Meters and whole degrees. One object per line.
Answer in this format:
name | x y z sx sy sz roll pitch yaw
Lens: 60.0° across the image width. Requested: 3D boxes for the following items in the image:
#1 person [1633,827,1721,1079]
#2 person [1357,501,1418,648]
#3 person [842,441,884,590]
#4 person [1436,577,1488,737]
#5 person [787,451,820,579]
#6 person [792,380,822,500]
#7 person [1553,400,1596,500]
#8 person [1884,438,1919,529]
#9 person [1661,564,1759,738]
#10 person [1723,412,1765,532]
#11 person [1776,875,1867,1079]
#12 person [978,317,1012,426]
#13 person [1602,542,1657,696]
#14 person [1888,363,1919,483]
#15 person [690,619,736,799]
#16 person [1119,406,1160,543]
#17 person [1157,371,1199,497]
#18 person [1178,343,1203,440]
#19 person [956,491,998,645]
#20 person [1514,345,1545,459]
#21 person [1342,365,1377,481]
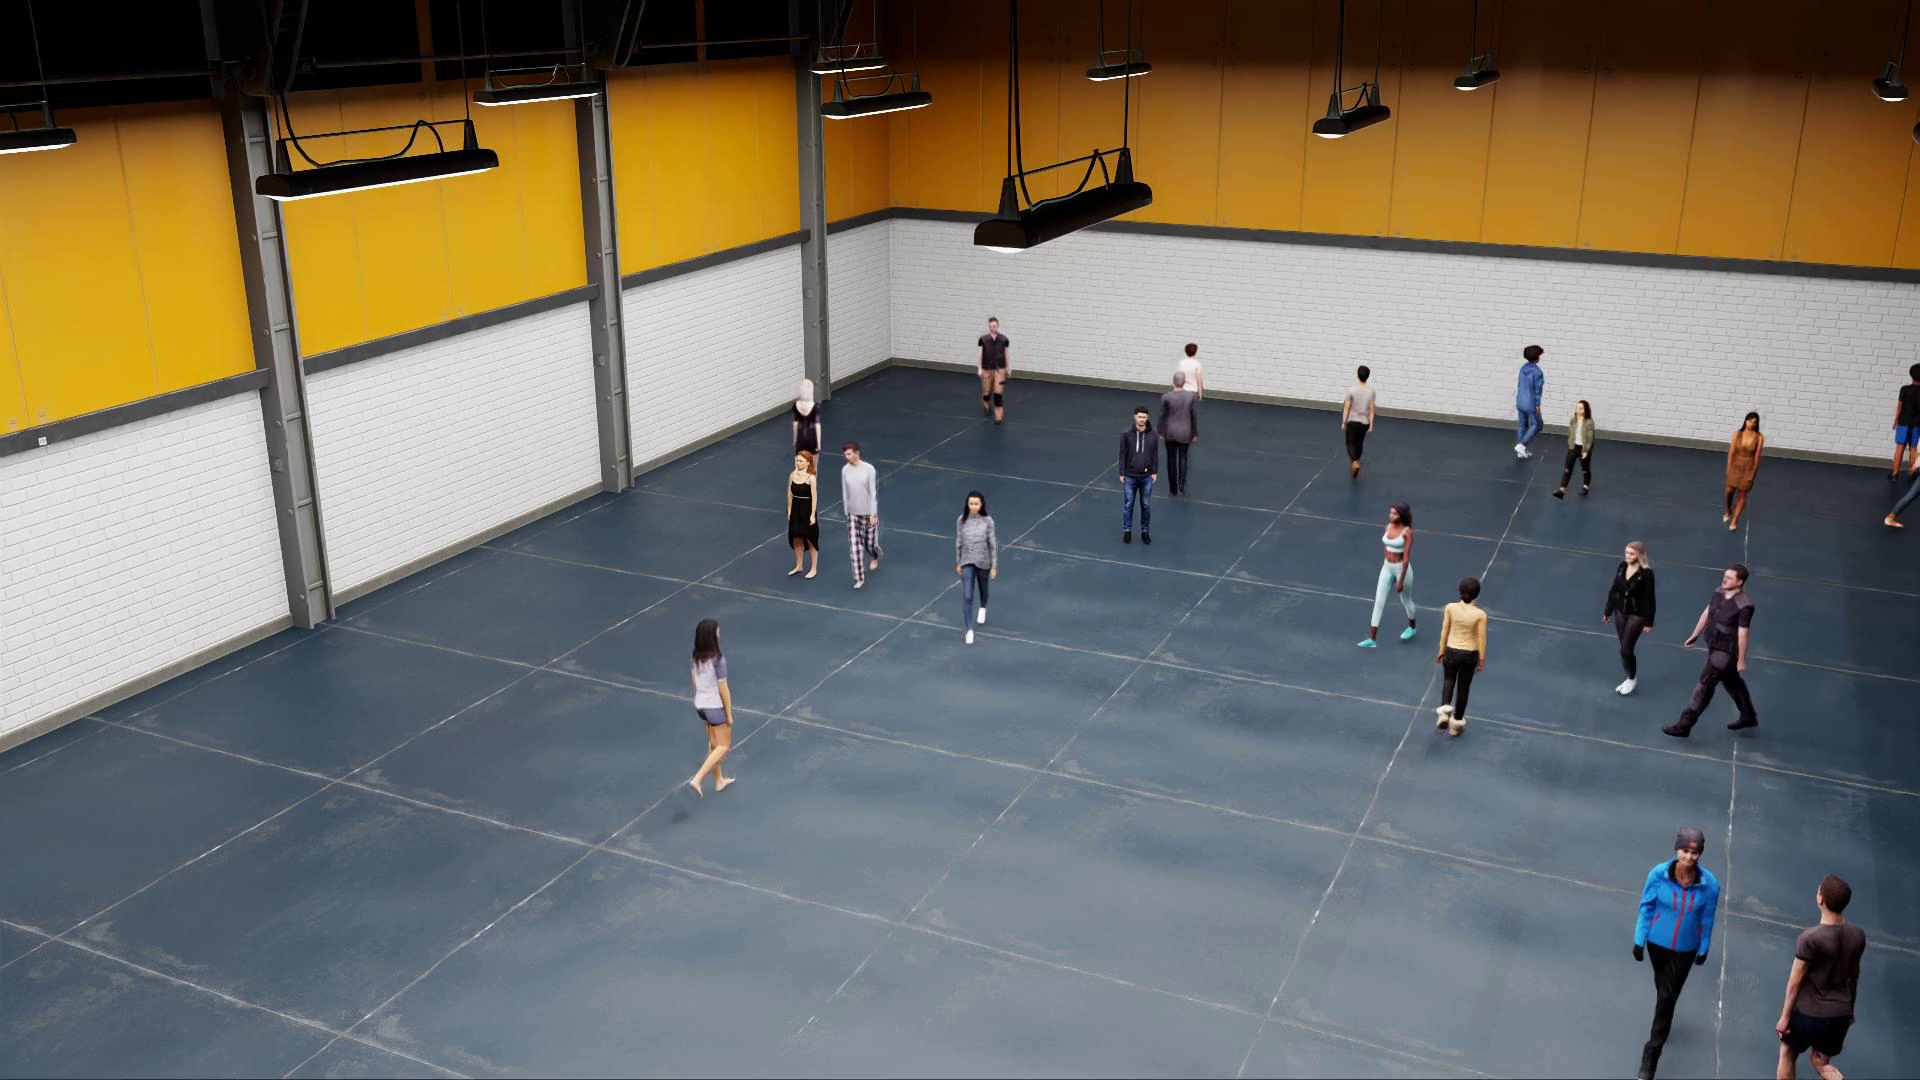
person | 4.919 2.771 11.484 0.744 1.751 1.216 11 22 30
person | 4.957 0.395 18.649 1.187 1.681 0.960 -12 22 -32
person | -1.184 -0.350 20.659 0.760 1.809 1.126 4 19 12
person | 4.913 1.170 16.396 0.642 1.649 0.694 11 21 29
person | -1.958 -0.337 20.908 0.572 1.625 0.582 10 21 28
person | -2.208 -1.360 23.655 0.727 1.811 1.023 4 19 12
person | 9.006 -1.283 24.033 1.082 1.424 0.835 -16 24 -40
person | 13.021 -0.953 22.561 0.958 1.739 1.187 1 19 4
person | 7.594 1.110 16.336 1.108 1.802 1.282 0 19 1
person | 10.680 -0.953 22.658 0.587 1.676 0.644 11 22 30
person | 5.510 3.052 10.531 1.048 1.826 1.147 -5 19 -14
person | 0.577 -2.895 28.232 0.990 1.799 1.241 0 19 1
person | 7.105 0.802 17.457 0.784 1.669 0.748 -10 21 -28
person | 14.223 -1.762 24.866 0.603 1.800 0.573 8 20 22
person | -2.306 1.566 15.116 0.711 1.716 0.950 15 23 37
person | 2.380 -0.891 22.141 0.751 1.888 0.724 0 19 1
person | 3.167 -1.525 24.124 0.878 1.824 0.876 0 19 -1
person | 3.671 -2.337 26.837 0.595 1.633 1.031 9 21 26
person | 0.199 0.256 19.043 0.909 1.691 1.232 2 19 5
person | 8.833 -2.137 25.985 0.901 1.797 0.845 -7 20 -21
person | 5.982 -1.750 24.988 0.893 1.699 1.107 0 19 0
